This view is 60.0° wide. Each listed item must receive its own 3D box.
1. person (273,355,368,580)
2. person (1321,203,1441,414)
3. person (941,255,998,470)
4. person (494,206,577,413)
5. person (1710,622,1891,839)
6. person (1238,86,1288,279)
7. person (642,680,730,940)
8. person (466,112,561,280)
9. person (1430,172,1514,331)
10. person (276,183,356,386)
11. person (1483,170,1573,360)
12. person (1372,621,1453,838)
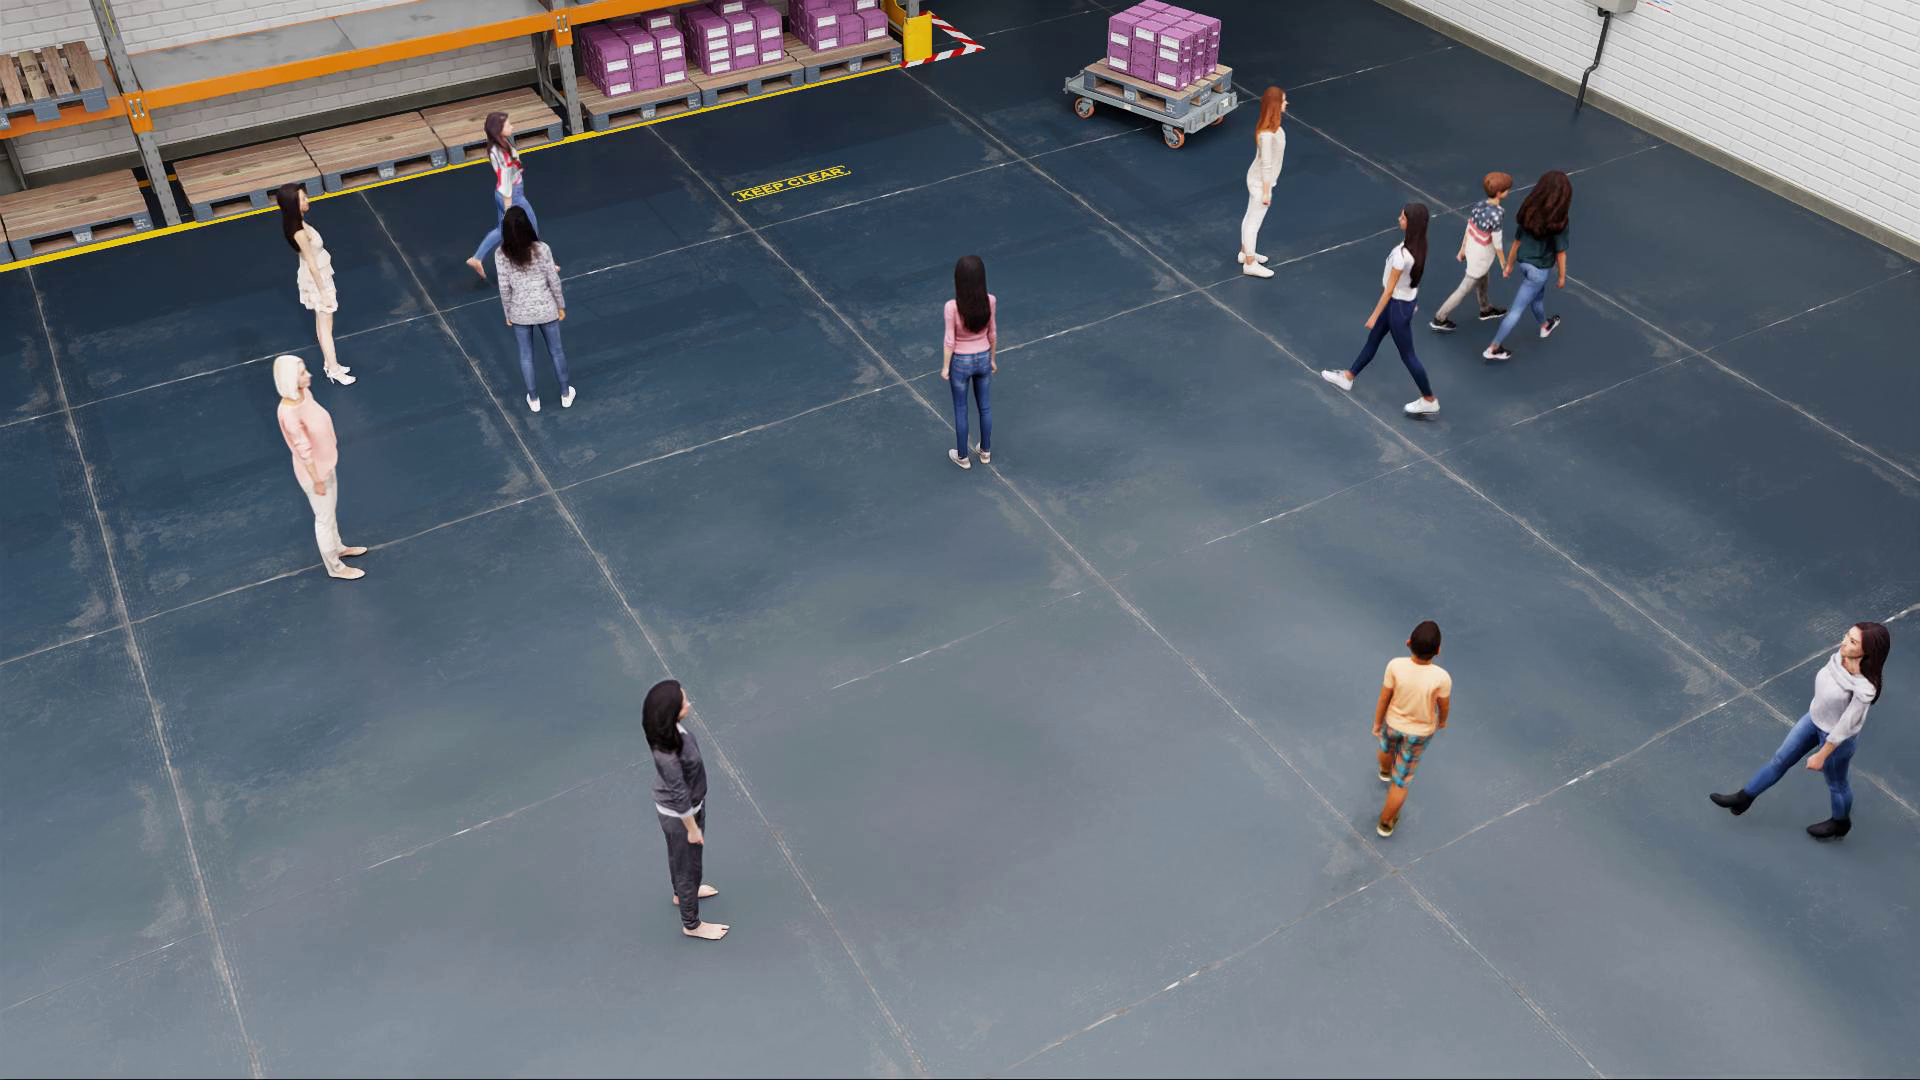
[{"bbox_3d":[-4.366,-0.506,11.261,0.635,1.724,0.667,-6,39,-8],"label":"person"},{"bbox_3d":[3.473,-1.722,12.783,1.131,1.724,1.217,17,42,20],"label":"person"},{"bbox_3d":[0.072,-1.310,12.253,0.475,1.742,0.668,-14,41,-17],"label":"person"},{"bbox_3d":[-3.303,-1.783,12.853,0.562,1.732,0.734,-8,39,-10],"label":"person"},{"bbox_3d":[4.980,1.108,9.351,1.109,1.585,0.981,5,39,6],"label":"person"},{"bbox_3d":[2.637,-3.150,14.580,0.734,1.713,0.698,4,39,5],"label":"person"},{"bbox_3d":[-1.489,1.417,8.820,0.580,1.764,0.635,-11,40,-14],"label":"person"},{"bbox_3d":[-3.978,-2.939,14.421,1.053,1.581,0.685,-14,41,-17],"label":"person"},{"bbox_3d":[4.270,-2.372,13.848,1.017,1.410,0.761,-5,39,-6],"label":"person"},{"bbox_3d":[-5.096,-2.012,13.136,0.517,1.736,0.569,-19,42,-22],"label":"person"},{"bbox_3d":[4.590,-2.170,13.472,1.091,1.564,0.602,-18,42,-21],"label":"person"},{"bbox_3d":[2.537,1.107,9.470,0.802,1.438,0.963,20,43,23],"label":"person"}]
